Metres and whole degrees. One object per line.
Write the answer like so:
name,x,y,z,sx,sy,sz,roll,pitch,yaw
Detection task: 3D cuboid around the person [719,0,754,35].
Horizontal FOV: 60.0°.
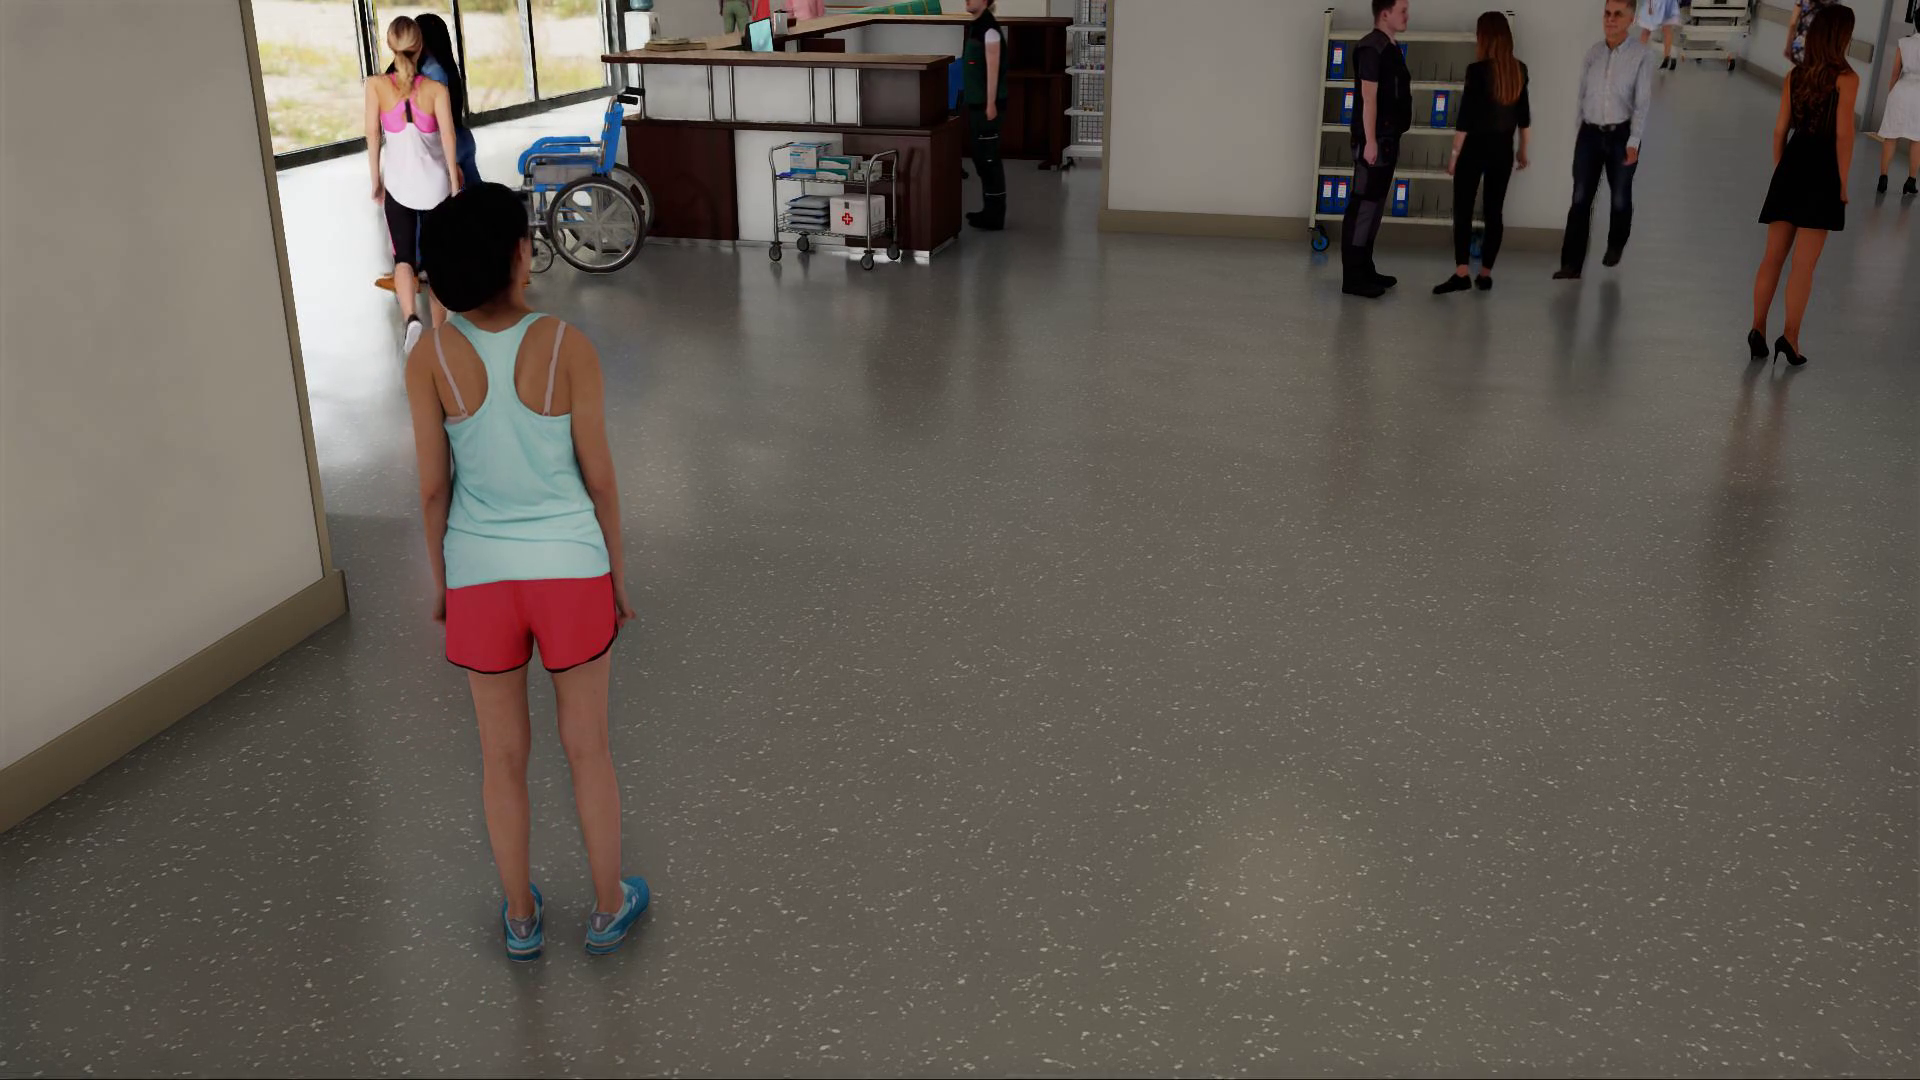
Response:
person,-3.264,-7.723,24.165,0.592,1.880,0.768,2,21,5

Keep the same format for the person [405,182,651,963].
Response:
person,-0.952,0.102,3.672,0.584,1.764,0.720,-2,21,-5

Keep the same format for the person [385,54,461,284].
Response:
person,-3.430,-2.477,10.695,0.720,1.612,0.811,-5,21,-13

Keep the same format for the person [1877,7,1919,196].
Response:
person,8.054,-3.724,14.064,0.577,1.556,0.690,16,26,36

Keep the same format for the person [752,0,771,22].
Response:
person,-2.968,-7.895,24.696,0.518,1.826,0.611,4,21,11

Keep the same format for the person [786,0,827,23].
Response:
person,-1.652,-5.191,17.650,1.089,1.761,0.729,7,22,19

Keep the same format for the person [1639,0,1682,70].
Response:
person,10.483,-7.877,24.742,1.212,1.760,0.959,-1,21,-2

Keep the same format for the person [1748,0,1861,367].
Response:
person,4.398,-1.828,8.667,0.717,1.835,0.655,-12,24,-28

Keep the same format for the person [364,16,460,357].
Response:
person,-2.810,-1.750,8.551,0.978,1.771,0.927,-4,21,-10

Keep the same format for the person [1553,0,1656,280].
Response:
person,4.217,-2.573,10.712,1.234,1.779,1.013,15,25,34

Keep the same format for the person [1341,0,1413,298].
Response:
person,2.590,-2.481,10.373,0.667,1.846,0.765,10,23,26

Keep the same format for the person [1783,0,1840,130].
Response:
person,9.269,-5.368,18.173,0.565,1.721,0.687,7,22,18

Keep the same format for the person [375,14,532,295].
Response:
person,-3.022,-2.307,10.178,1.228,1.659,0.852,-2,21,-4

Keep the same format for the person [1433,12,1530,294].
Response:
person,3.279,-2.403,10.366,0.910,1.707,1.041,-1,21,-3

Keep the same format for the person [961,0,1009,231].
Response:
person,0.195,-3.271,12.472,0.700,1.838,0.722,-3,21,-7
